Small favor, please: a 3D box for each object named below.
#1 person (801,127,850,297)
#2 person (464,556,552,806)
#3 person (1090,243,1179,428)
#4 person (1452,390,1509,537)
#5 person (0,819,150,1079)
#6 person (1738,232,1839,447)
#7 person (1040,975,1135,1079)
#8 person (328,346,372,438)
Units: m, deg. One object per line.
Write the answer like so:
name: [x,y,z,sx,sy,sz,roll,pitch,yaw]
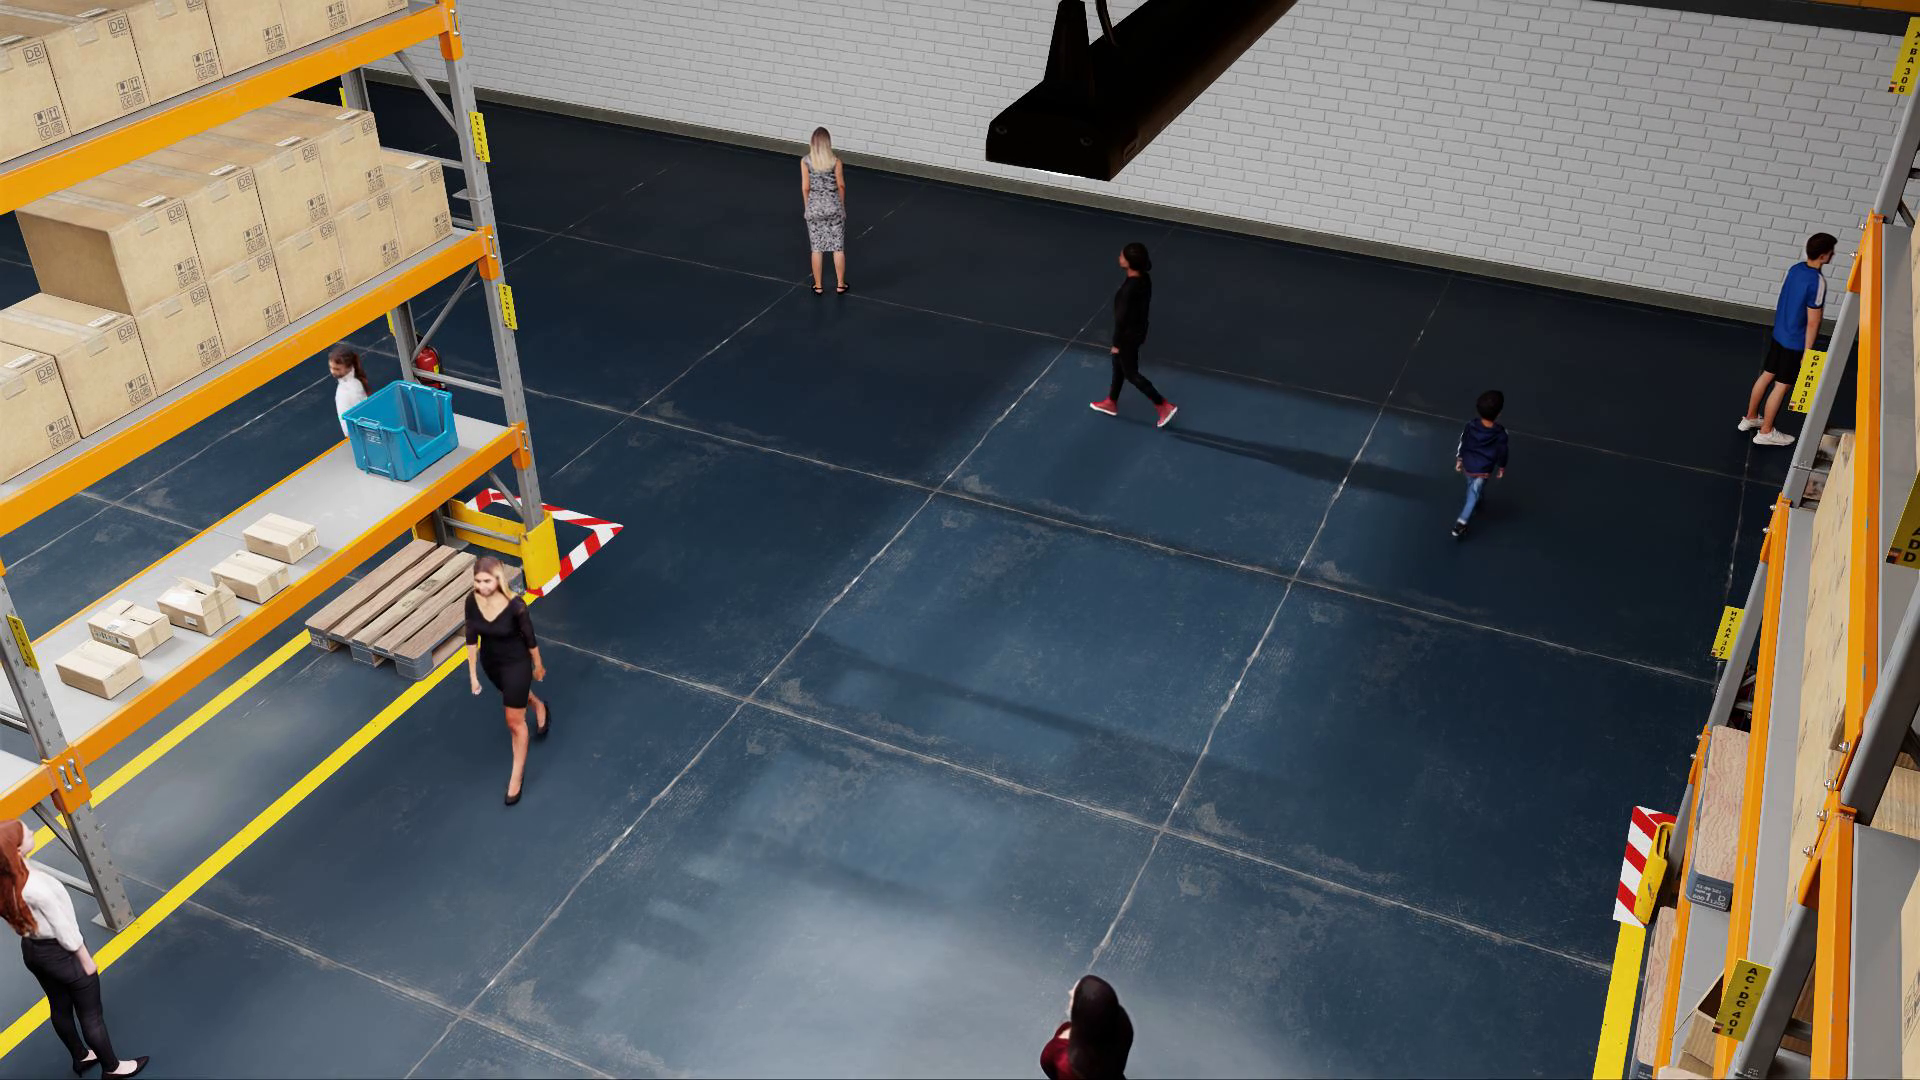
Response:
person: [-1.332,-3.219,16.332,0.634,1.705,0.622,1,34,2]
person: [-2.796,0.761,10.410,0.732,1.632,1.112,6,34,10]
person: [1.525,-1.710,14.114,0.709,1.648,1.019,17,37,24]
person: [3.981,-0.573,12.809,0.645,1.199,0.891,23,40,30]
person: [-4.518,2.077,8.315,0.590,1.760,0.500,13,36,19]
person: [6.947,-1.700,13.903,0.812,1.865,0.701,-4,34,-6]
person: [0.585,2.604,7.524,0.747,1.757,0.573,20,38,27]
person: [-4.560,-0.835,12.901,1.001,1.533,0.816,-20,38,-27]
